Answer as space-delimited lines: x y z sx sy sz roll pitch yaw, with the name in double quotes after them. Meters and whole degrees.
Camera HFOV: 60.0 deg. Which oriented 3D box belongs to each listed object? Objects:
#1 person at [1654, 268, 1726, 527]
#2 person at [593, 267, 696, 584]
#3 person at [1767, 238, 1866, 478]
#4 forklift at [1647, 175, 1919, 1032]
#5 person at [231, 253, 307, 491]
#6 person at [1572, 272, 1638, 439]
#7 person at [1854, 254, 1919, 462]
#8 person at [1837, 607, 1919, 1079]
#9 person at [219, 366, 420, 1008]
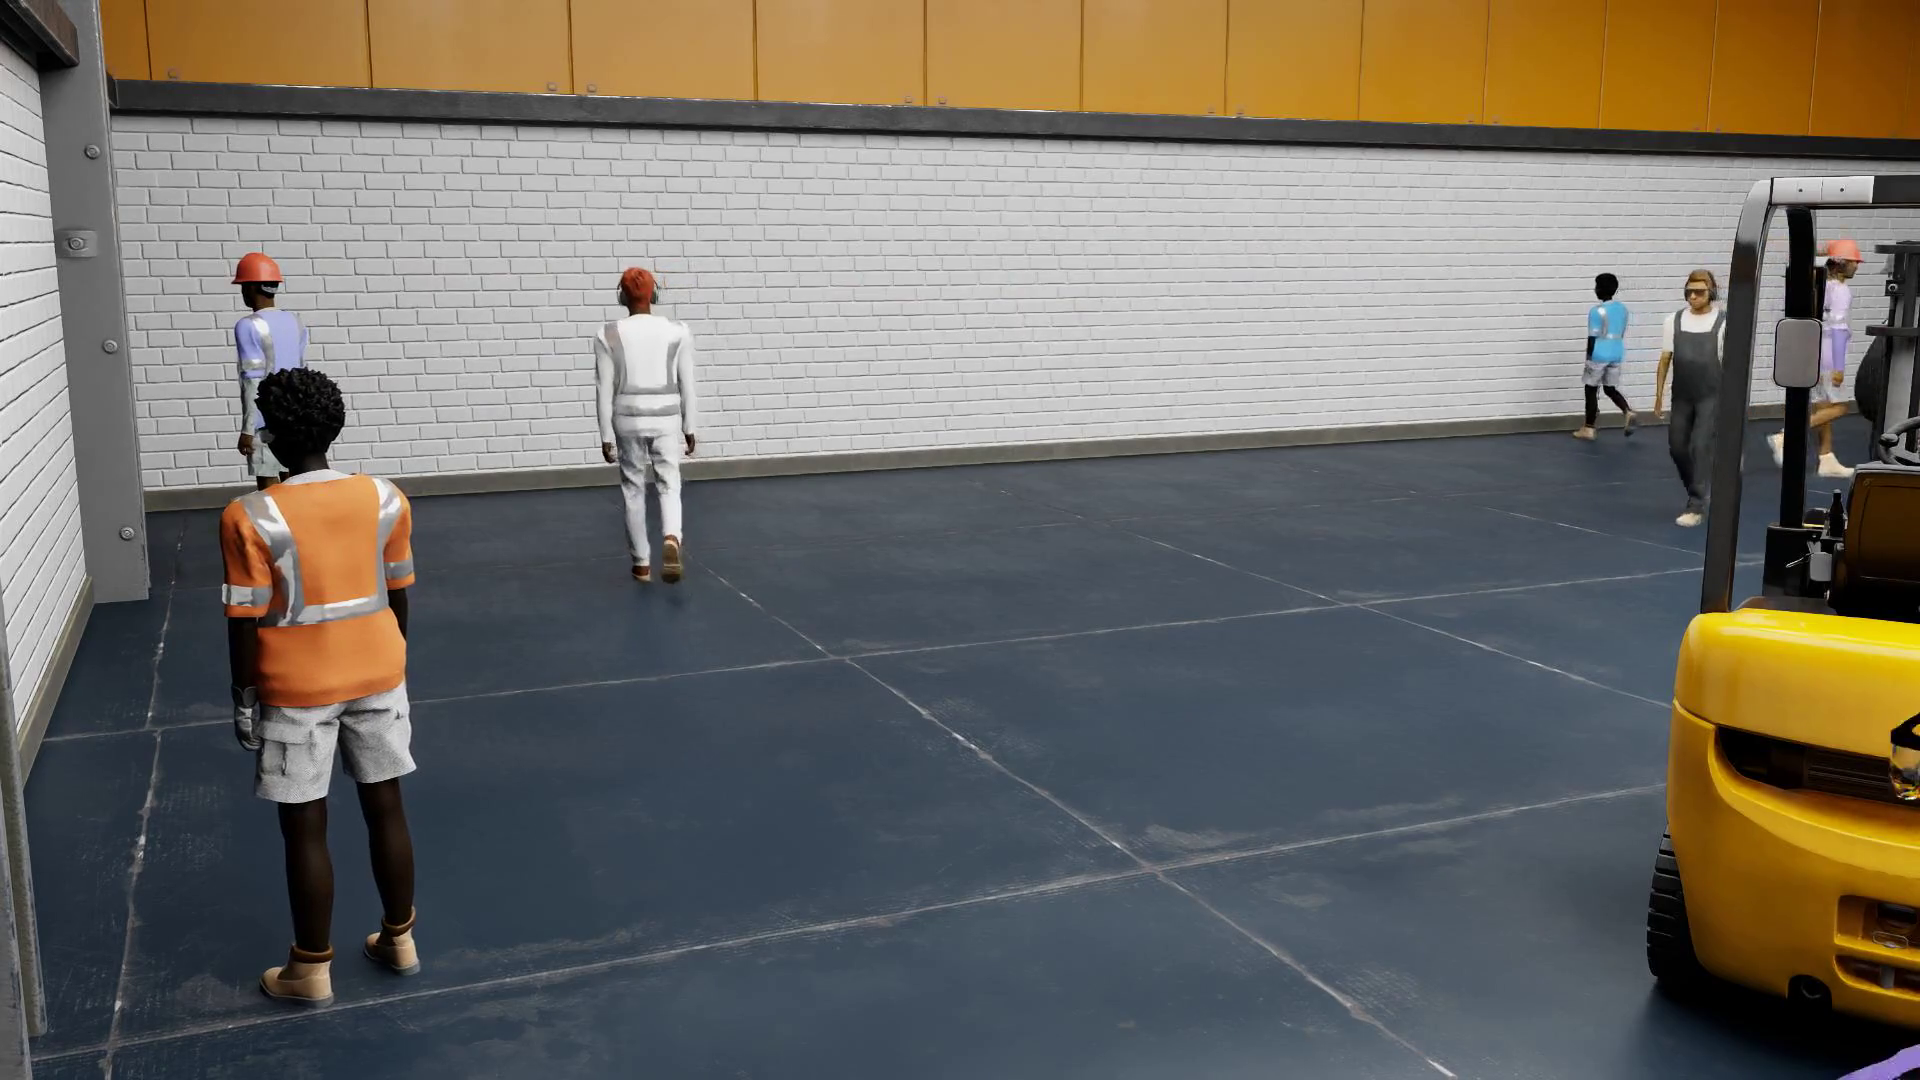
5.268 -1.024 11.863 0.550 1.821 0.637 9 14 40 "person"
-1.813 -0.644 9.639 0.585 1.867 0.719 -3 11 -17 "person"
7.275 -1.523 14.039 0.683 2.028 0.623 2 10 8 "person"
2.810 0.094 4.662 1.214 2.155 2.313 7 12 34 "forklift"
-4.084 -0.715 9.827 0.358 1.936 0.552 2 11 13 "person"
6.473 -1.825 16.614 0.541 1.683 0.610 -5 12 -27 "person"
5.851 -0.821 10.128 0.739 2.000 0.701 3 11 15 "person"
0.749 0.918 1.138 0.576 1.821 0.815 -3 11 -17 "person"
-1.685 0.389 4.422 0.317 1.693 0.536 9 14 41 "person"
